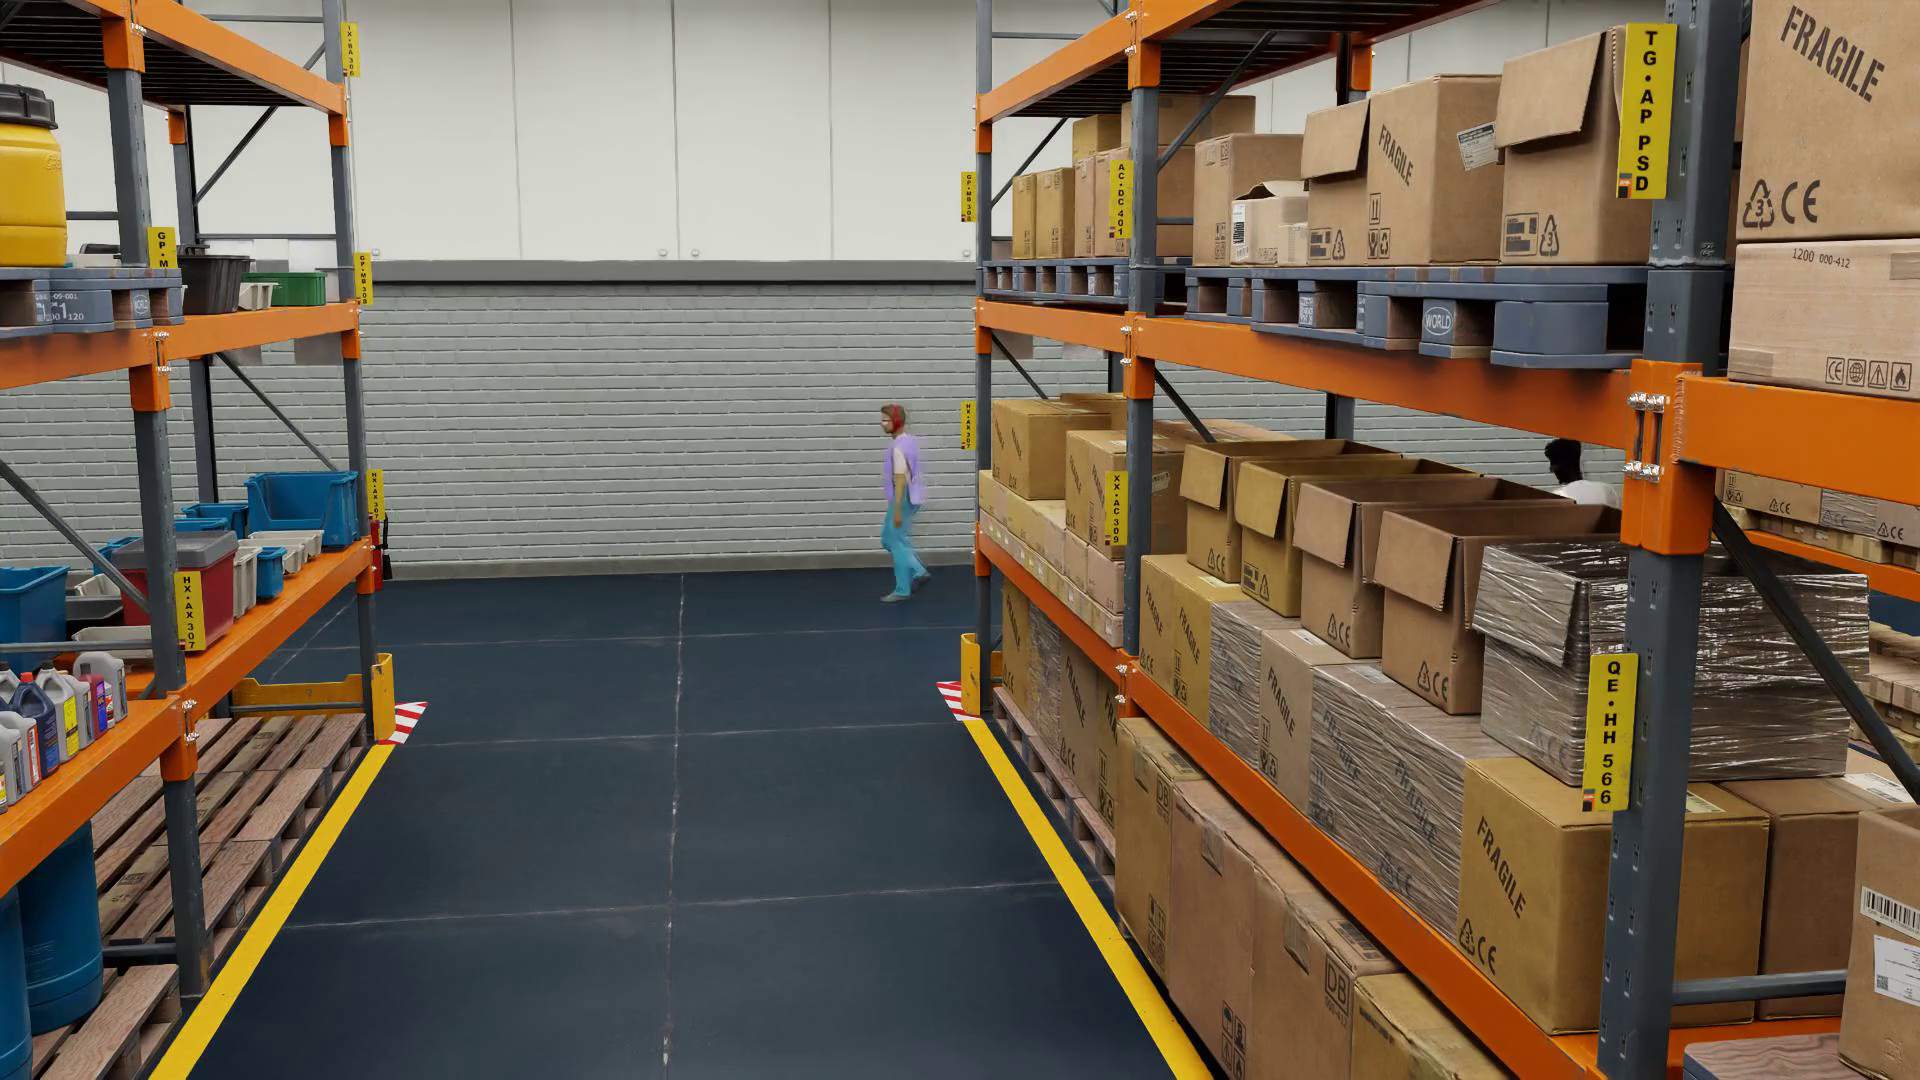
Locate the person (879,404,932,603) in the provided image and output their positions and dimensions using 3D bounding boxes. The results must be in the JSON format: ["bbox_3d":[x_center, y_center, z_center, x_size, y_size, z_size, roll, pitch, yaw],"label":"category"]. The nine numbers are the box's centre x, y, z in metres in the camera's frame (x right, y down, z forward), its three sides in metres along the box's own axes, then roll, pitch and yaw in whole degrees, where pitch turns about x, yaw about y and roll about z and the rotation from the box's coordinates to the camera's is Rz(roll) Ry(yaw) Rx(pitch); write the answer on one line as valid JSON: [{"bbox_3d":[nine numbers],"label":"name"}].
[{"bbox_3d":[-0.552,-0.327,15.152,0.435,1.829,0.588,0,9,2],"label":"person"}]

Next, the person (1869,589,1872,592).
[{"bbox_3d":[6.222,0.230,11.647,0.509,1.860,0.334,-4,10,-25],"label":"person"}]

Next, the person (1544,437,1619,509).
[{"bbox_3d":[4.268,0.244,11.420,0.635,1.909,1.000,-1,9,-8],"label":"person"}]
